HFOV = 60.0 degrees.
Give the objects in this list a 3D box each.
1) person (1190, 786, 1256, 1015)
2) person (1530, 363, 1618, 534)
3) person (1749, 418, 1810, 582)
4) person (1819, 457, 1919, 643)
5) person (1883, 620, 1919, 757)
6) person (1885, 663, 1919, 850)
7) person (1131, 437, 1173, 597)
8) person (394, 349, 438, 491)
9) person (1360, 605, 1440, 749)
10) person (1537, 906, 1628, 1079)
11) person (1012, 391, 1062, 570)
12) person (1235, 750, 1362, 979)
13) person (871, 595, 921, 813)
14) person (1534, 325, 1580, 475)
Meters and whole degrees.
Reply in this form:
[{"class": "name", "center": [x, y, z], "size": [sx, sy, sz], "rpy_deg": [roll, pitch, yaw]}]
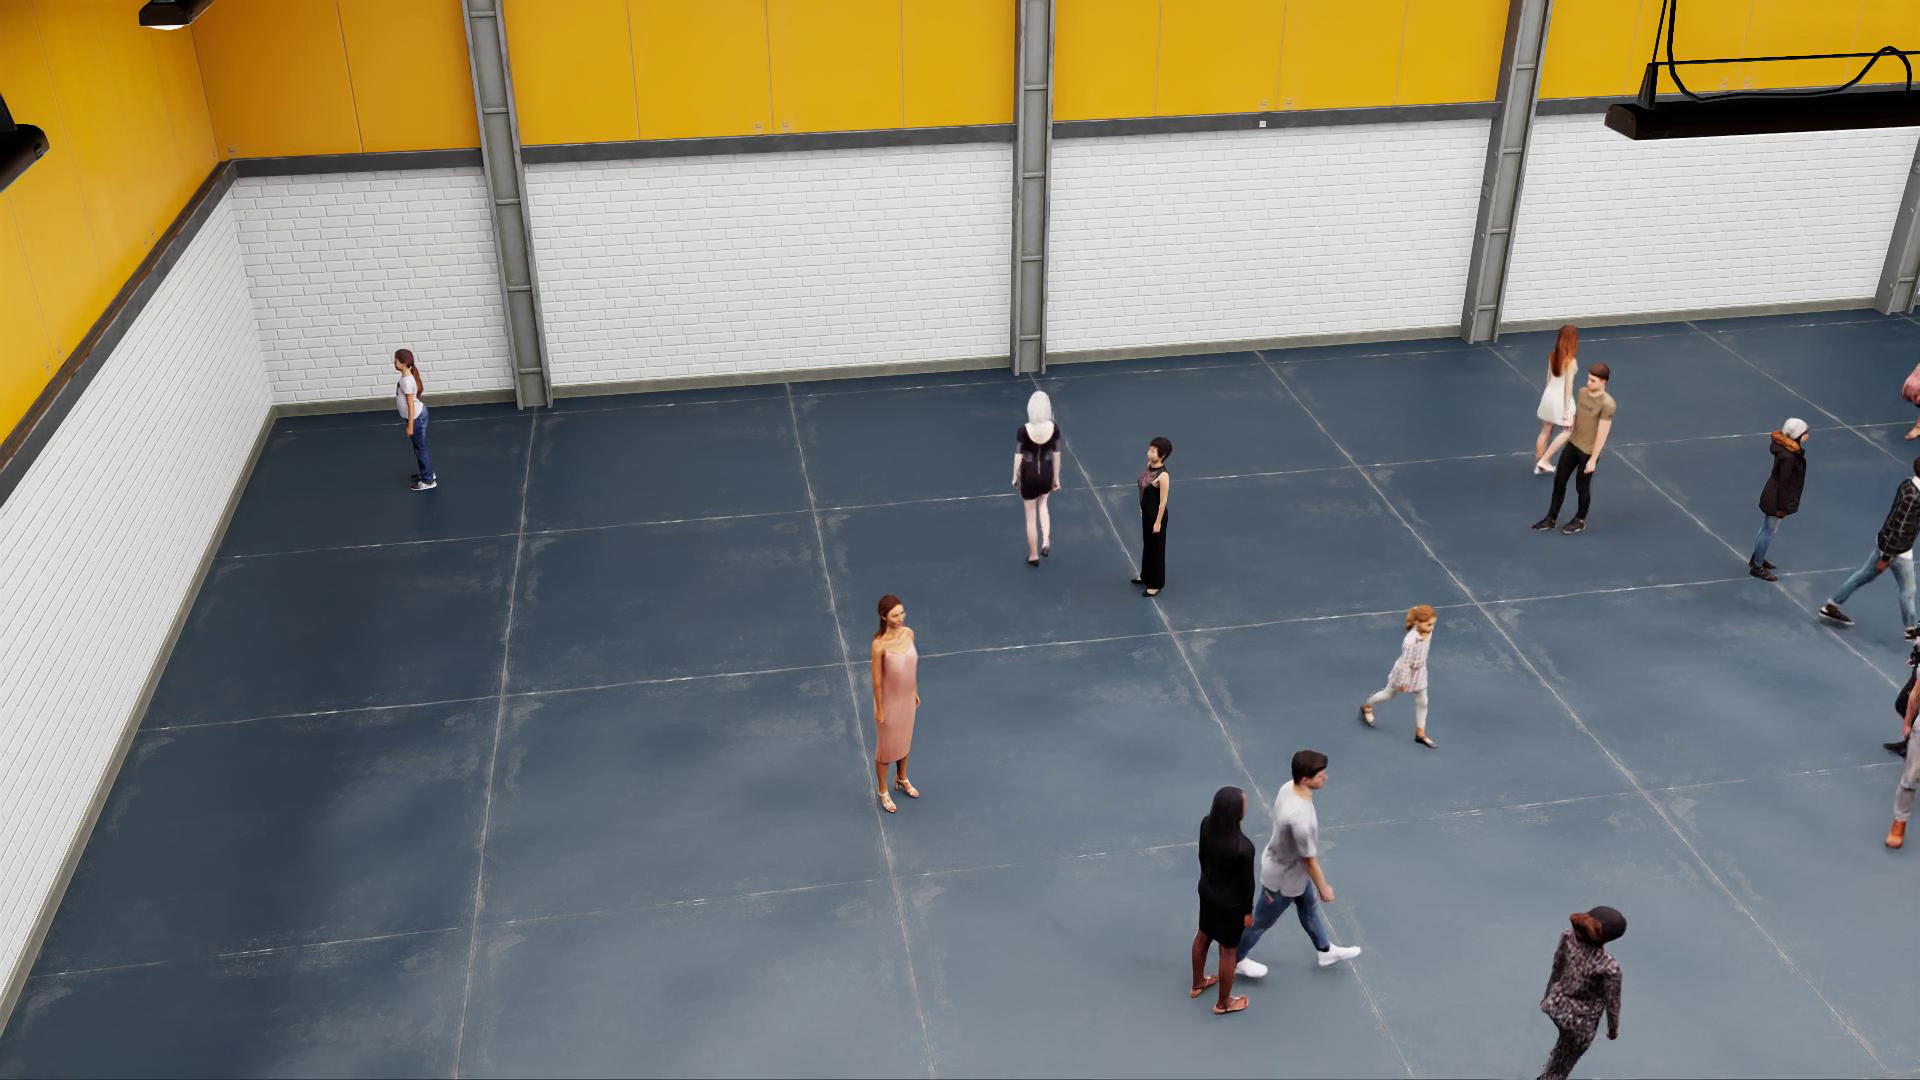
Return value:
[{"class": "person", "center": [1.708, 2.324, 10.798], "size": [0.664, 1.721, 0.685], "rpy_deg": [-19, 34, -31]}, {"class": "person", "center": [6.309, -0.909, 16.609], "size": [0.929, 1.832, 0.817], "rpy_deg": [-11, 31, -20]}, {"class": "person", "center": [7.837, -0.416, 15.910], "size": [0.787, 1.634, 0.749], "rpy_deg": [12, 31, 21]}, {"class": "person", "center": [8.260, 0.061, 14.902], "size": [1.314, 1.763, 1.140], "rpy_deg": [13, 31, 22]}, {"class": "person", "center": [7.794, 1.025, 13.224], "size": [0.727, 1.678, 0.703], "rpy_deg": [9, 30, 17]}, {"class": "person", "center": [7.311, 1.423, 12.367], "size": [1.127, 1.800, 1.183], "rpy_deg": [18, 34, 30]}, {"class": "person", "center": [1.828, -0.234, 15.613], "size": [0.536, 1.601, 0.596], "rpy_deg": [-8, 30, -15]}, {"class": "person", "center": [-5.778, -1.303, 17.612], "size": [0.532, 1.562, 0.544], "rpy_deg": [-7, 29, -12]}, {"class": "person", "center": [3.614, 1.058, 13.585], "size": [0.972, 1.274, 0.876], "rpy_deg": [-19, 34, -31]}, {"class": "person", "center": [3.565, 2.866, 9.832], "size": [0.764, 1.694, 0.676], "rpy_deg": [-13, 31, -23]}, {"class": "person", "center": [0.764, -0.531, 15.927], "size": [0.573, 1.822, 0.670], "rpy_deg": [-8, 30, -14]}, {"class": "person", "center": [2.055, 2.169, 10.949], "size": [1.239, 1.847, 0.939], "rpy_deg": [4, 29, 7]}, {"class": "person", "center": [-0.506, 1.226, 12.694], "size": [0.715, 1.832, 0.624], "rpy_deg": [25, 37, 38]}, {"class": "person", "center": [6.311, -1.466, 17.765], "size": [0.664, 1.703, 0.636], "rpy_deg": [-10, 30, -18]}]
